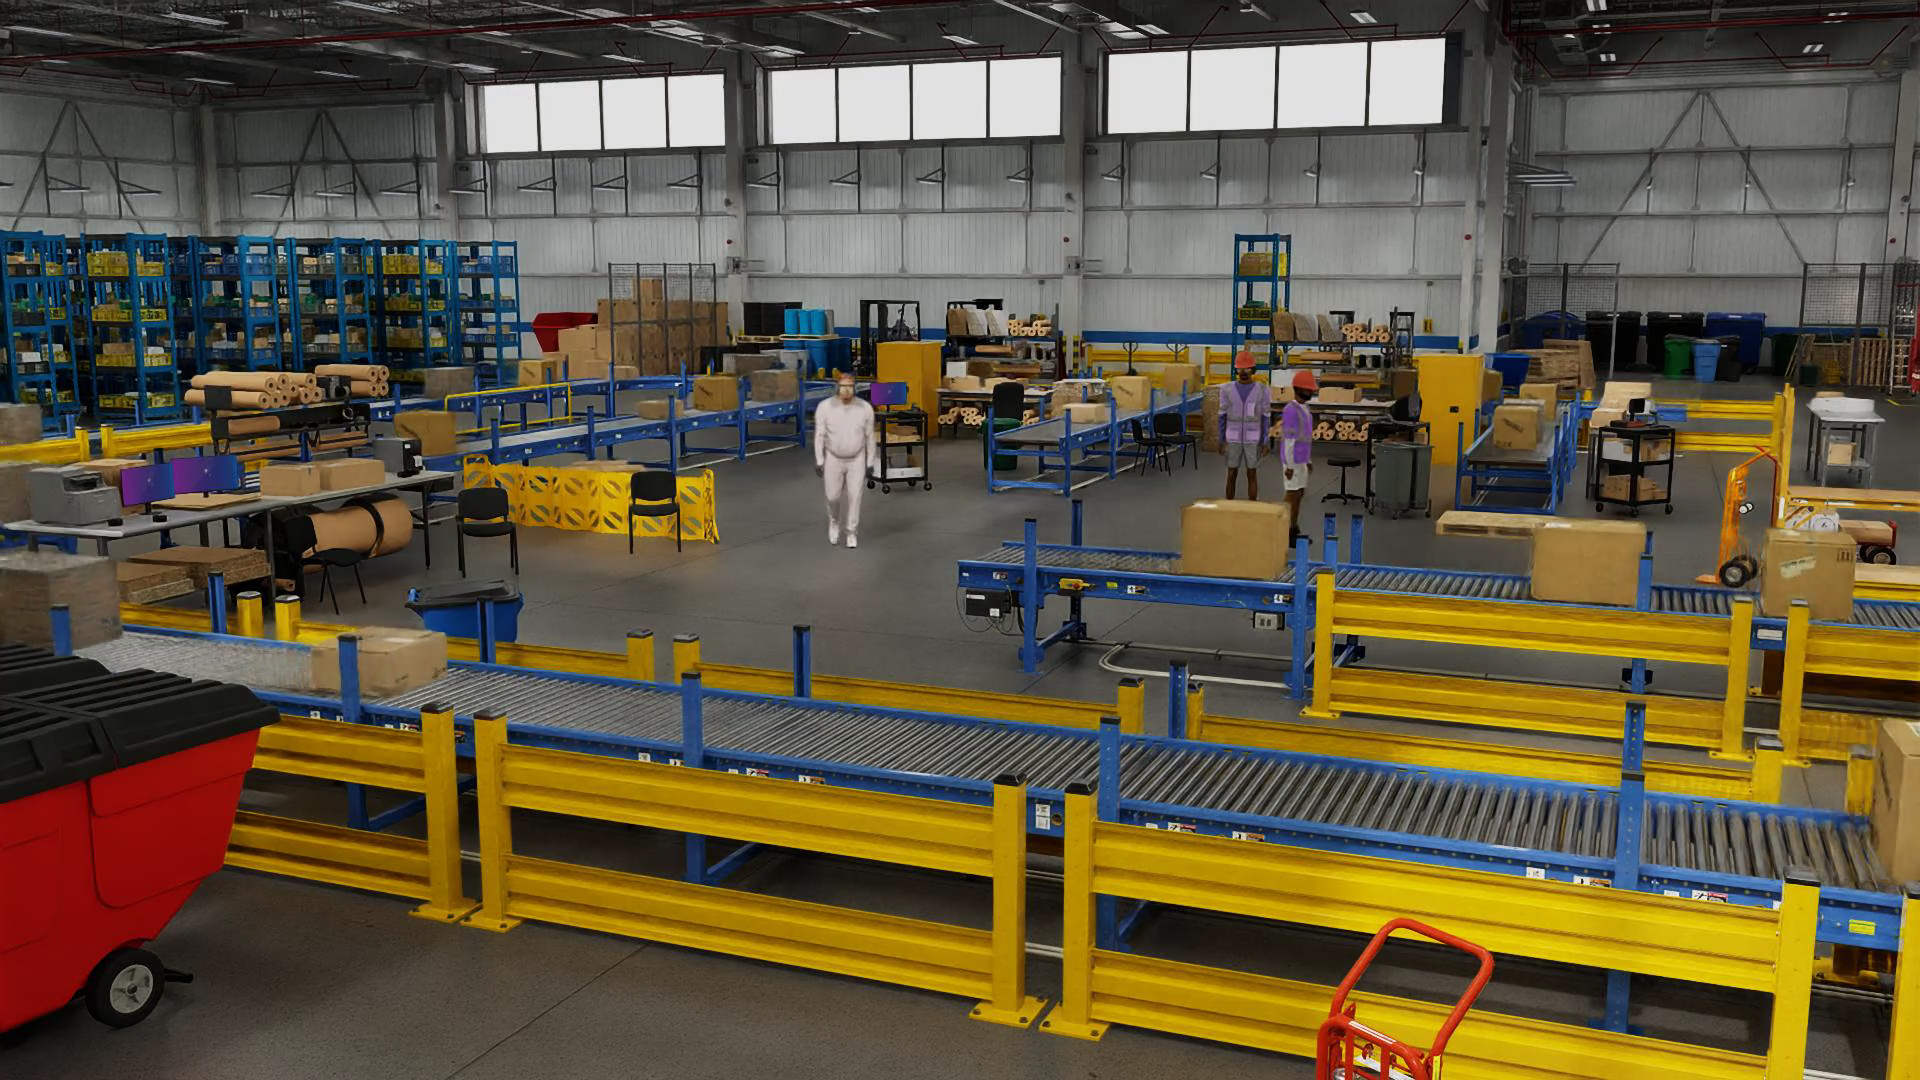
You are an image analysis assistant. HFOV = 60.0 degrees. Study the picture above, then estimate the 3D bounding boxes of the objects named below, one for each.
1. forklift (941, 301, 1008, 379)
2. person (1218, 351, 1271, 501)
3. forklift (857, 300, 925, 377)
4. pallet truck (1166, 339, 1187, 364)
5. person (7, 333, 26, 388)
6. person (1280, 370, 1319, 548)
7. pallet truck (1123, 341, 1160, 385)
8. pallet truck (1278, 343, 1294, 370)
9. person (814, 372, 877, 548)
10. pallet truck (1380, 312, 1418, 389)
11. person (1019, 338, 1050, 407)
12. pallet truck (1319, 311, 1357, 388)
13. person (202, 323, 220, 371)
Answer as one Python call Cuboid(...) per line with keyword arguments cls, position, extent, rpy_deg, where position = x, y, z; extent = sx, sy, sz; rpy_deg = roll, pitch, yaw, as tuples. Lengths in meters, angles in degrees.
Cuboid(cls="forklift", position=(0.365, -4.966, 41.571), extent=(1.157, 1.987, 2.680), rpy_deg=(3, 10, 20))
Cuboid(cls="person", position=(3.310, -1.179, 19.421), extent=(0.608, 2.044, 0.377), rpy_deg=(2, 10, 14))
Cuboid(cls="forklift", position=(-1.732, -5.109, 42.468), extent=(1.157, 1.987, 2.680), rpy_deg=(4, 10, 22))
Cuboid(cls="pallet truck", position=(5.418, -4.269, 40.420), extent=(0.704, 1.261, 1.522), rpy_deg=(3, 10, 20))
Cuboid(cls="person", position=(-18.559, -3.255, 32.690), extent=(0.560, 1.813, 0.602), rpy_deg=(4, 10, 21))
Cuboid(cls="person", position=(3.654, -0.871, 17.928), extent=(0.396, 1.926, 0.545), rpy_deg=(5, 11, 29))
Cuboid(cls="pallet truck", position=(4.445, -4.380, 41.279), extent=(0.680, 1.201, 1.601), rpy_deg=(4, 10, 22))
Cuboid(cls="pallet truck", position=(7.886, -4.163, 39.743), extent=(0.653, 1.274, 1.630), rpy_deg=(4, 10, 22))
Cuboid(cls="person", position=(-1.223, -0.853, 17.880), extent=(0.669, 1.894, 0.432), rpy_deg=(-1, 9, -8))
Cuboid(cls="pallet truck", position=(10.207, -4.283, 38.369), extent=(0.823, 1.965, 1.885), rpy_deg=(3, 10, 20))
Cuboid(cls="person", position=(1.549, -3.705, 35.633), extent=(0.826, 1.729, 0.552), rpy_deg=(-2, 10, -11))
Cuboid(cls="pallet truck", position=(9.071, -4.419, 39.190), extent=(0.823, 1.965, 1.885), rpy_deg=(5, 10, 26))
Cuboid(cls="person", position=(-17.020, -4.126, 37.550), extent=(0.799, 1.956, 0.619), rpy_deg=(5, 11, 28))
